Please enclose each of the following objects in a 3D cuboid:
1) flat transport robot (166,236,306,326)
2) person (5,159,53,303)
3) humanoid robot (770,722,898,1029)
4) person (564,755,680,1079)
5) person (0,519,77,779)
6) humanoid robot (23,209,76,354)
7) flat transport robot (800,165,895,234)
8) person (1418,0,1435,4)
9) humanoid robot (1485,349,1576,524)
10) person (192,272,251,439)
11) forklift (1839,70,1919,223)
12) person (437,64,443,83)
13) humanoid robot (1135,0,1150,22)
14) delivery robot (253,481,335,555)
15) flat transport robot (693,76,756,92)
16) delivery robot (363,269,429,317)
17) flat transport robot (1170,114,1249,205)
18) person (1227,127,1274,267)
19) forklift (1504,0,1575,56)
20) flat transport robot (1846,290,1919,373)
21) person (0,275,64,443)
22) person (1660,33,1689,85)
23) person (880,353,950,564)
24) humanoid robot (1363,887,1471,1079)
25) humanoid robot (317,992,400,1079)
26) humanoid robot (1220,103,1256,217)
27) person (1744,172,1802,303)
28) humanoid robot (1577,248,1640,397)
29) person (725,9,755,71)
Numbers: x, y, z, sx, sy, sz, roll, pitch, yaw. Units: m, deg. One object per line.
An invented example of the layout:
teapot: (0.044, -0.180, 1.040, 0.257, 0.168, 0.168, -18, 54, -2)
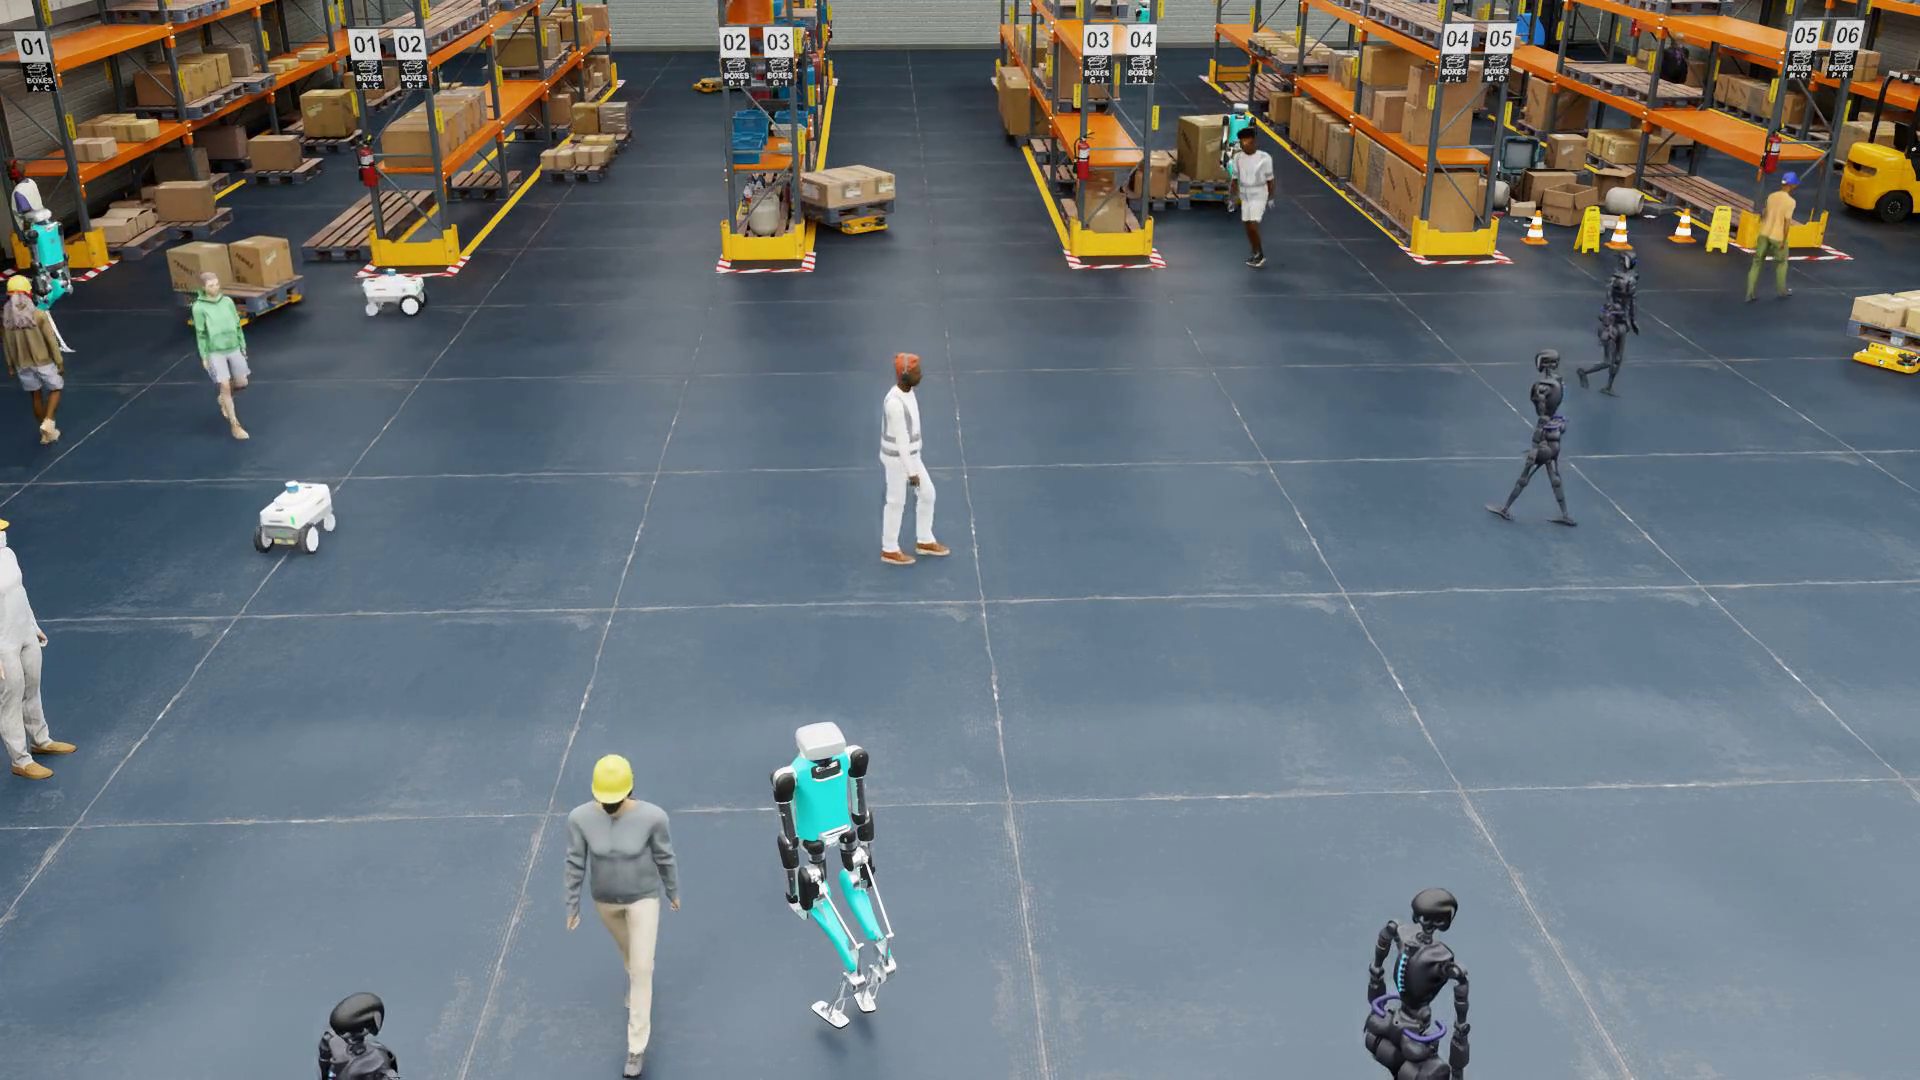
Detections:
flat transport robot: (-9.103, -2.982, 21.173, 0.659, 0.231, 1.431, 6, 25, 13)
person: (-12.002, -4.006, 21.533, 0.389, 1.847, 0.562, -6, 25, -13)
humanoid robot: (-0.576, 1.786, 8.490, 0.533, 1.677, 0.735, -14, 28, -29)
person: (-1.740, 1.853, 8.524, 0.554, 1.711, 0.915, 2, 24, 4)
person: (-6.277, 0.665, 10.979, 0.352, 1.898, 0.562, 1, 24, 1)
humanoid robot: (-10.673, -2.958, 19.313, 0.672, 1.799, 0.537, 6, 25, 14)
flat transport robot: (-1.791, -4.961, 25.620, 0.659, 0.231, 1.431, -18, 30, -34)
person: (11.696, -13.020, 41.848, 0.395, 1.799, 0.589, -15, 28, -31)
humanoid robot: (5.210, -0.922, 14.867, 0.779, 1.618, 0.612, 13, 27, 27)
person: (-7.552, -1.910, 16.974, 0.588, 1.729, 0.485, 19, 30, 37)
forklift: (15.132, -6.143, 25.915, 2.313, 2.155, 1.214, -1, 24, -2)
person: (-11.097, -9.828, 34.813, 0.536, 1.673, 0.596, -2, 24, -5)
humanoid robot: (4.139, -11.843, 39.114, 0.533, 1.677, 0.735, -18, 30, -35)
delivery robot: (-5.828, -0.225, 14.605, 0.499, 0.577, 0.769, 3, 24, 6)
flat transport robot: (-5.272, -10.348, 37.725, 1.431, 0.231, 0.659, -12, 27, -24)
delivery robot: (-7.211, -3.161, 21.215, 0.785, 0.587, 0.499, -2, 24, -4)
flat transport robot: (4.082, -5.691, 27.260, 1.431, 0.231, 0.659, 4, 24, 10)
person: (4.061, -4.778, 23.177, 0.548, 1.921, 0.613, -21, 32, -39)
forklift: (14.700, -13.805, 42.301, 1.873, 2.768, 1.129, -1, 24, -2)
flat transport robot: (11.188, -2.232, 19.487, 1.431, 0.231, 0.659, -16, 29, -32)
person: (-9.286, -1.776, 16.648, 0.553, 1.750, 0.503, -3, 24, -7)
person: (14.189, -9.167, 33.138, 0.555, 1.839, 0.520, -1, 24, -3)
person: (-0.369, -0.657, 13.995, 0.706, 1.869, 0.577, 6, 25, 13)
humanoid robot: (2.055, 2.303, 7.632, 0.786, 1.630, 0.612, -15, 28, -30)
humanoid robot: (-2.524, 2.586, 6.993, 0.617, 1.634, 0.777, 16, 29, 32)
humanoid robot: (4.332, -5.826, 25.843, 0.546, 1.774, 1.053, 0, 24, 1)
person: (10.603, -3.930, 21.562, 0.849, 1.678, 0.460, -13, 27, -28)
humanoid robot: (7.103, -2.388, 18.121, 0.594, 1.643, 0.468, -17, 29, -34)
person: (-5.334, -12.109, 39.752, 0.826, 1.831, 0.533, -6, 25, -14)
